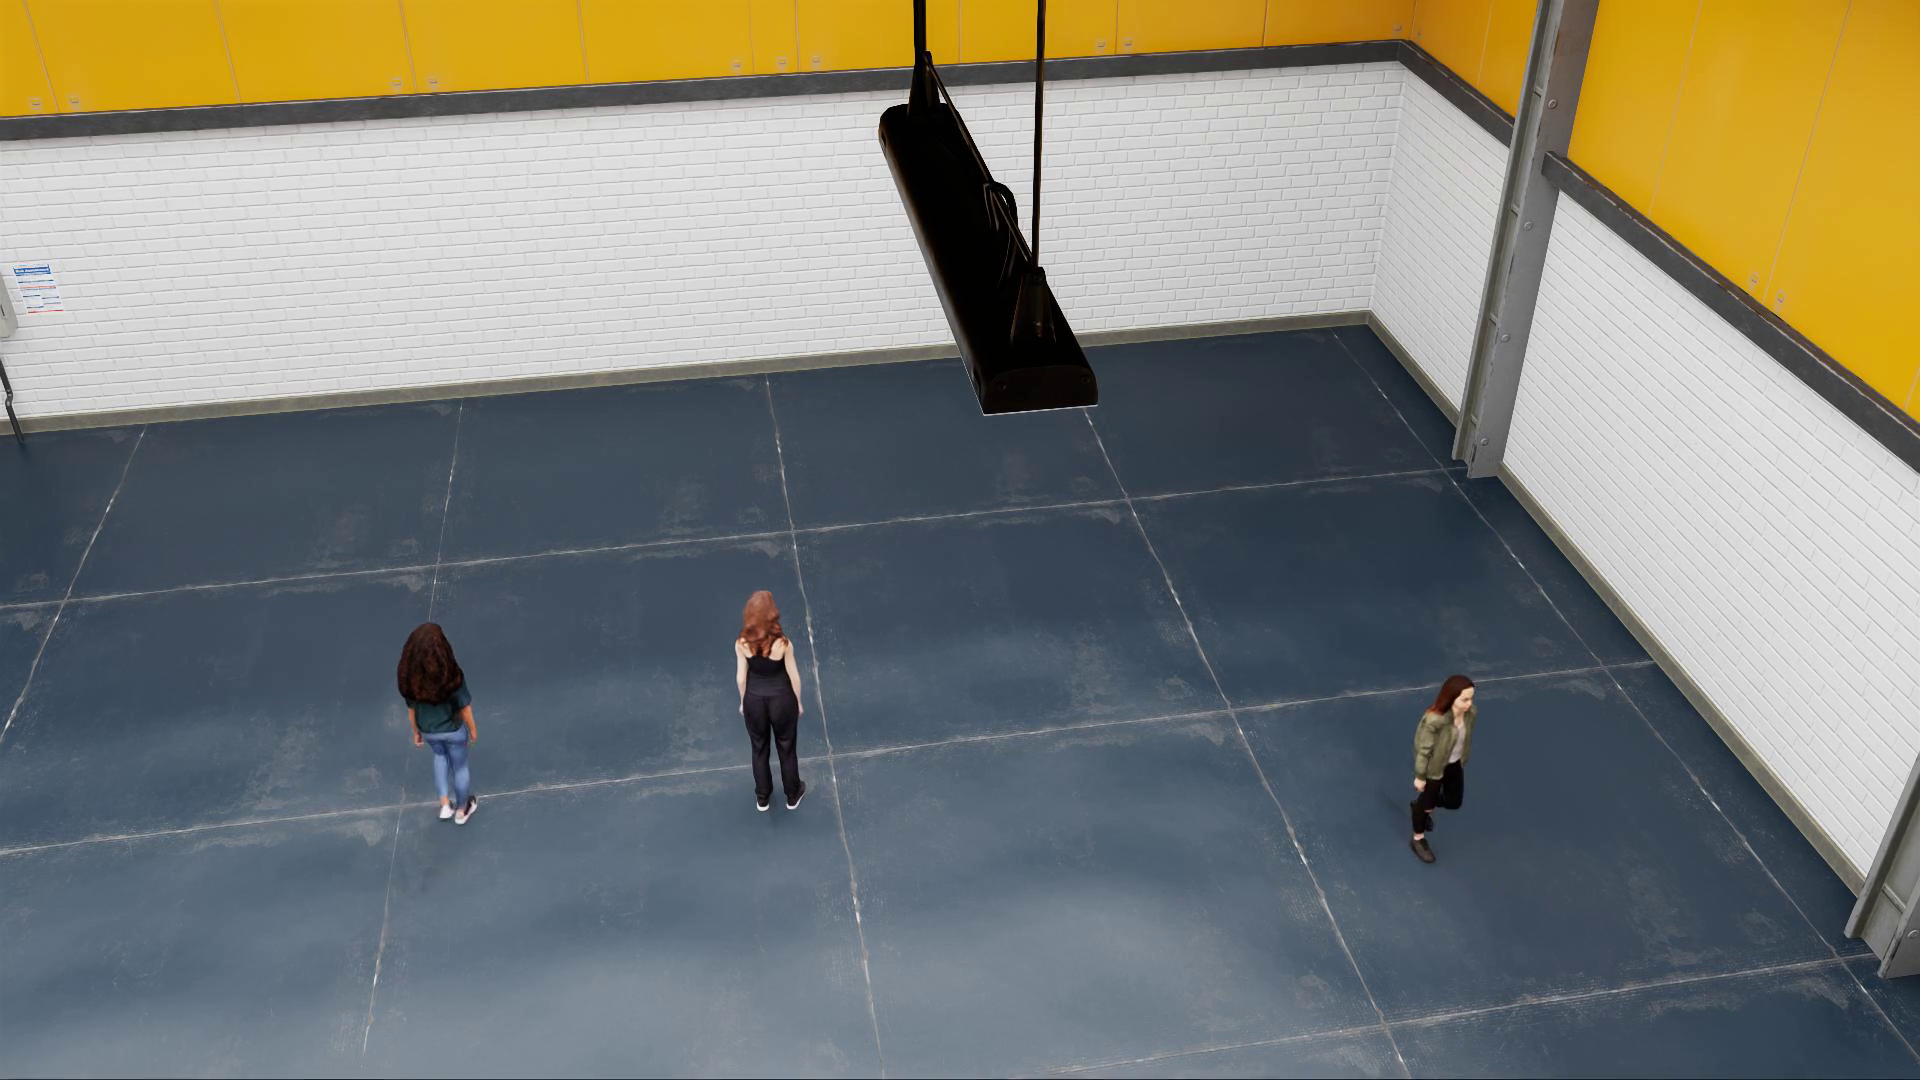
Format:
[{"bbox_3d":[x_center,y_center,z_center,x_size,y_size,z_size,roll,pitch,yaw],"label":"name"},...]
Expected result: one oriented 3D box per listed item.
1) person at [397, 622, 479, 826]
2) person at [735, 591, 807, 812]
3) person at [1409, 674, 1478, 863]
[{"bbox_3d":[-3.433,1.277,10.959,0.655,1.605,0.692,1,34,2],"label":"person"},{"bbox_3d":[-1.276,1.090,11.114,0.624,1.745,0.580,1,34,1],"label":"person"},{"bbox_3d":[3.084,1.432,10.849,0.657,1.468,0.702,-13,36,-18],"label":"person"}]
